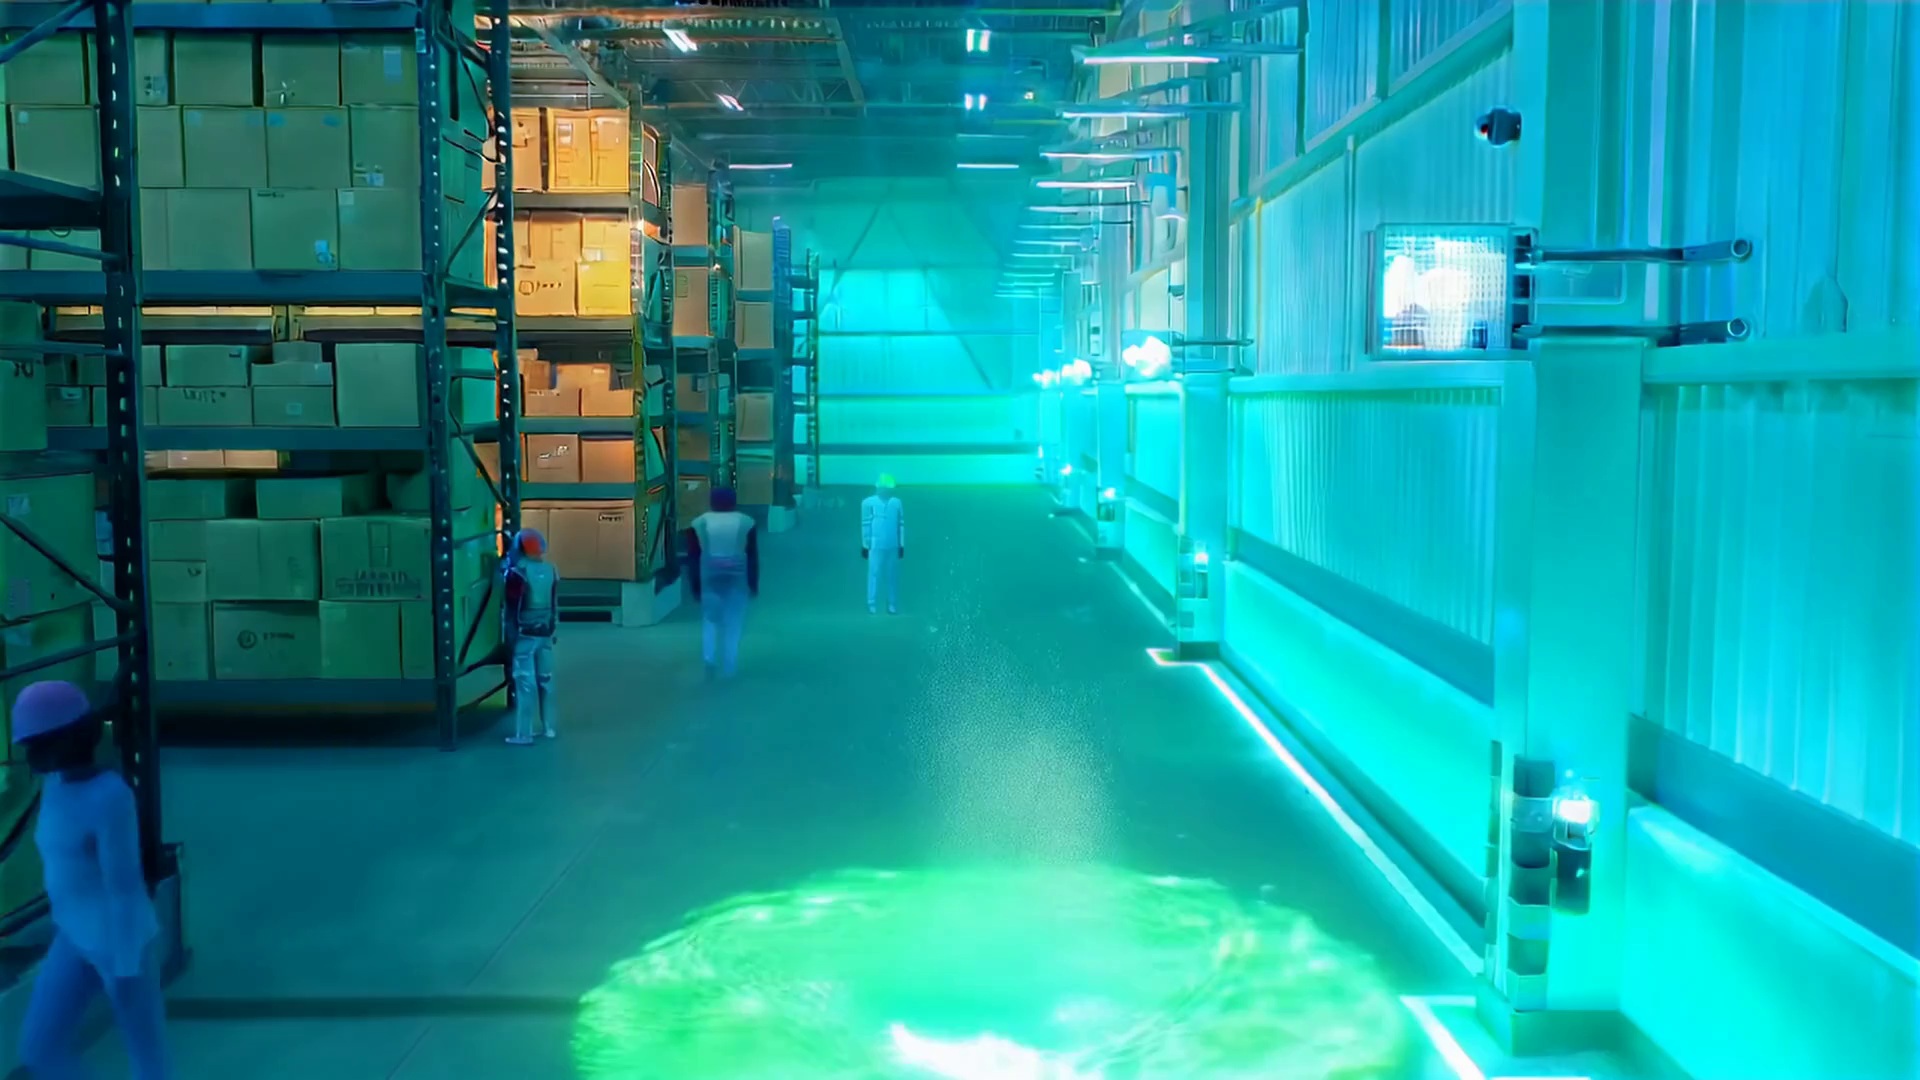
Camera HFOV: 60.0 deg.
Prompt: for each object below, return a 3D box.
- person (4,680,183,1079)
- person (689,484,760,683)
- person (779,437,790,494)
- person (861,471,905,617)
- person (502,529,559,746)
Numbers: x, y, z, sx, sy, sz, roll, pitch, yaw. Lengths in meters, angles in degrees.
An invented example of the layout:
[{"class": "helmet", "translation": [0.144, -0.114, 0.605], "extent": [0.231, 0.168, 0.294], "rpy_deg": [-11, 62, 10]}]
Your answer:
[{"class": "person", "translation": [-2.750, 1.310, 5.305], "extent": [0.636, 1.732, 0.557], "rpy_deg": [3, 6, 31]}, {"class": "person", "translation": [-2.169, 0.398, 15.354], "extent": [0.629, 1.821, 0.508], "rpy_deg": [0, 5, -1]}, {"class": "person", "translation": [-4.000, -1.480, 37.772], "extent": [0.319, 1.737, 0.485], "rpy_deg": [0, 5, 5]}, {"class": "person", "translation": [-0.907, 0.050, 19.870], "extent": [0.569, 1.744, 0.351], "rpy_deg": [-3, 6, -30]}, {"class": "person", "translation": [-3.233, 0.732, 12.583], "extent": [0.317, 1.631, 0.524], "rpy_deg": [3, 6, 30]}]
